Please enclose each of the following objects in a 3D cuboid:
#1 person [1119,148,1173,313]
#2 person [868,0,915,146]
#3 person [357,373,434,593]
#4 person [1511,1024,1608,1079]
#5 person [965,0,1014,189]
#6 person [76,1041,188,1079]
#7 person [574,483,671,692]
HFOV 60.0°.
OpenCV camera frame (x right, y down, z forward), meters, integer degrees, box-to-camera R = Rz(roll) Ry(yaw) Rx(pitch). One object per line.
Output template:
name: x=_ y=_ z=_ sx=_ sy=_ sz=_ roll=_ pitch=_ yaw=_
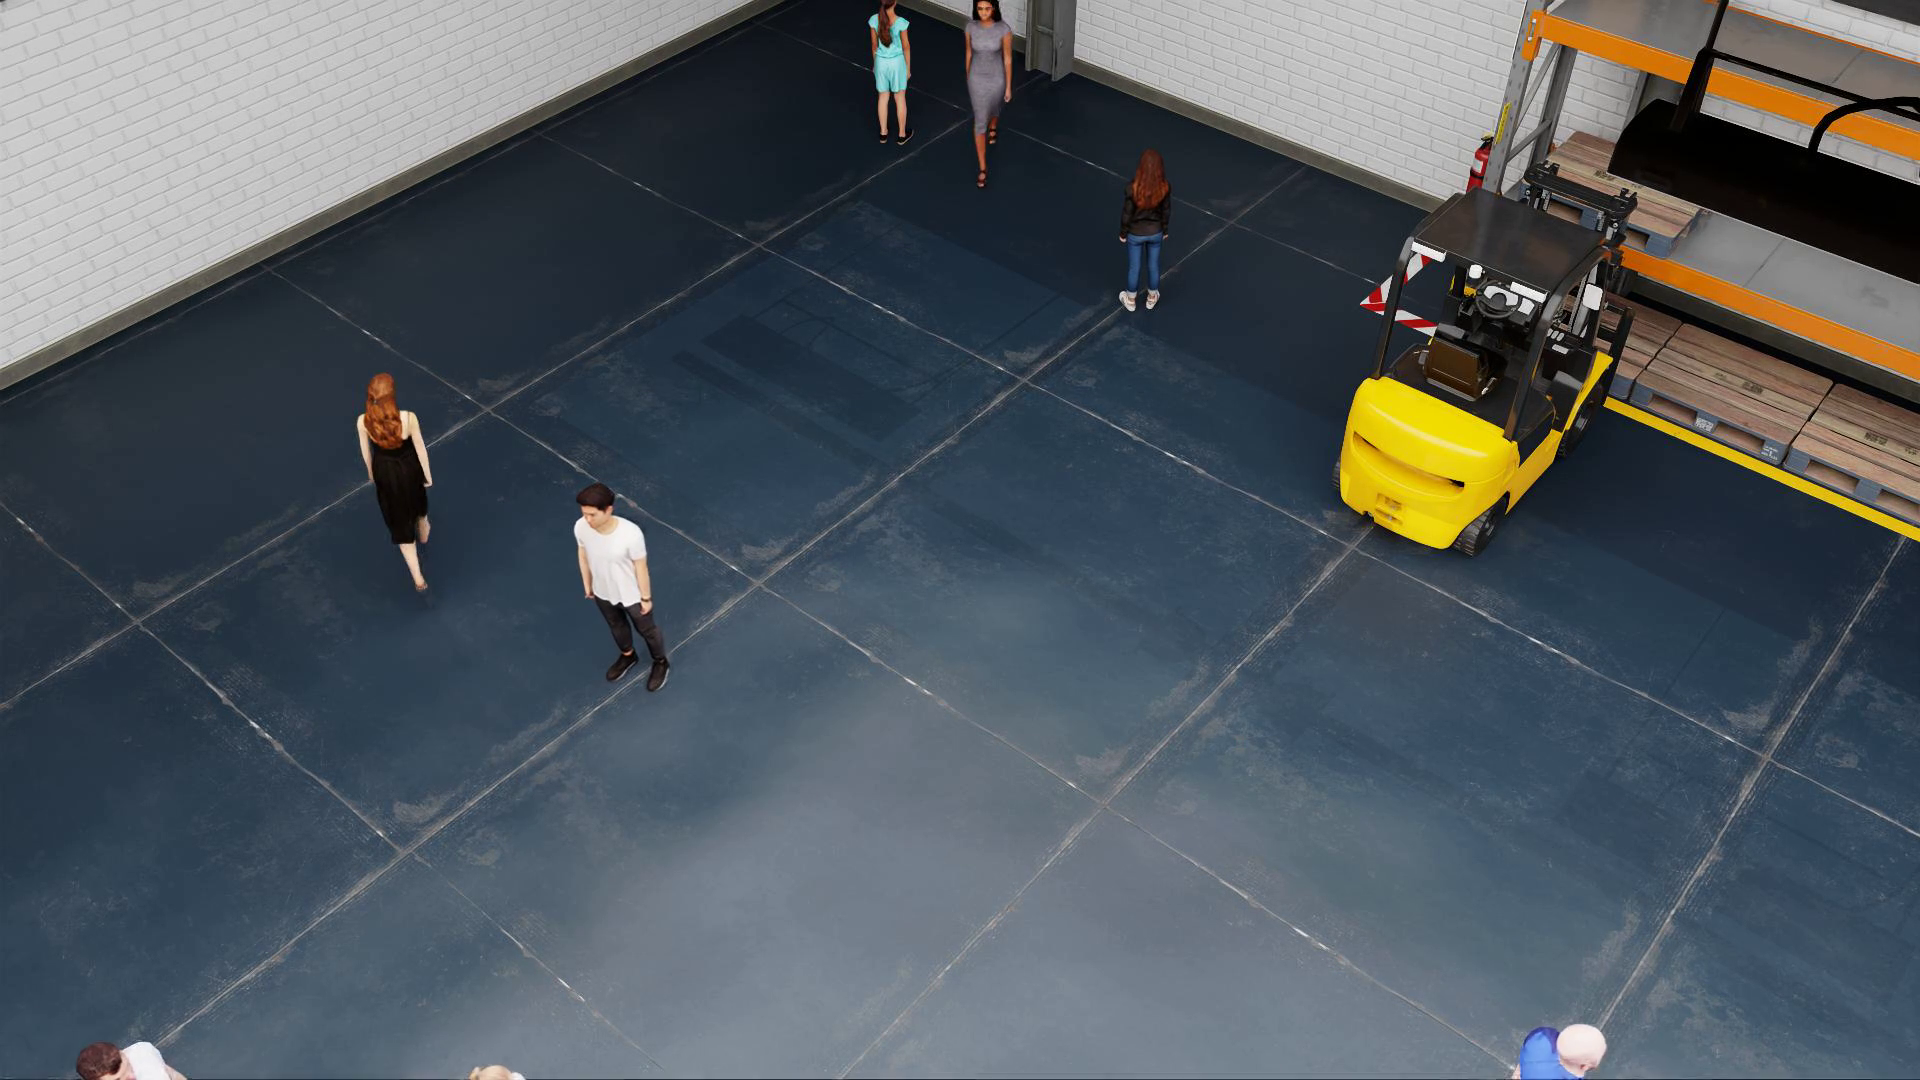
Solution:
person: x=1.512 y=-2.527 z=13.556 sx=0.637 sy=1.483 sz=0.689 roll=-5 pitch=44 yaw=-6
person: x=-0.645 y=-4.435 z=15.504 sx=0.605 sy=1.558 sz=0.696 roll=9 pitch=44 yaw=10
person: x=-3.774 y=-0.375 z=11.221 sx=0.923 sy=1.587 sz=1.145 roll=-14 pitch=45 yaw=-14
person: x=2.598 y=2.794 z=7.730 sx=1.213 sy=1.814 sz=1.160 roll=-4 pitch=44 yaw=-4
person: x=0.264 y=-4.163 z=15.091 sx=1.149 sy=1.734 sz=1.090 roll=2 pitch=44 yaw=2
person: x=-3.763 y=2.801 z=7.719 sx=1.261 sy=1.819 sz=1.081 roll=4 pitch=44 yaw=4
person: x=-2.121 y=0.275 z=10.447 sx=0.619 sy=1.713 sz=0.764 roll=13 pitch=45 yaw=13
